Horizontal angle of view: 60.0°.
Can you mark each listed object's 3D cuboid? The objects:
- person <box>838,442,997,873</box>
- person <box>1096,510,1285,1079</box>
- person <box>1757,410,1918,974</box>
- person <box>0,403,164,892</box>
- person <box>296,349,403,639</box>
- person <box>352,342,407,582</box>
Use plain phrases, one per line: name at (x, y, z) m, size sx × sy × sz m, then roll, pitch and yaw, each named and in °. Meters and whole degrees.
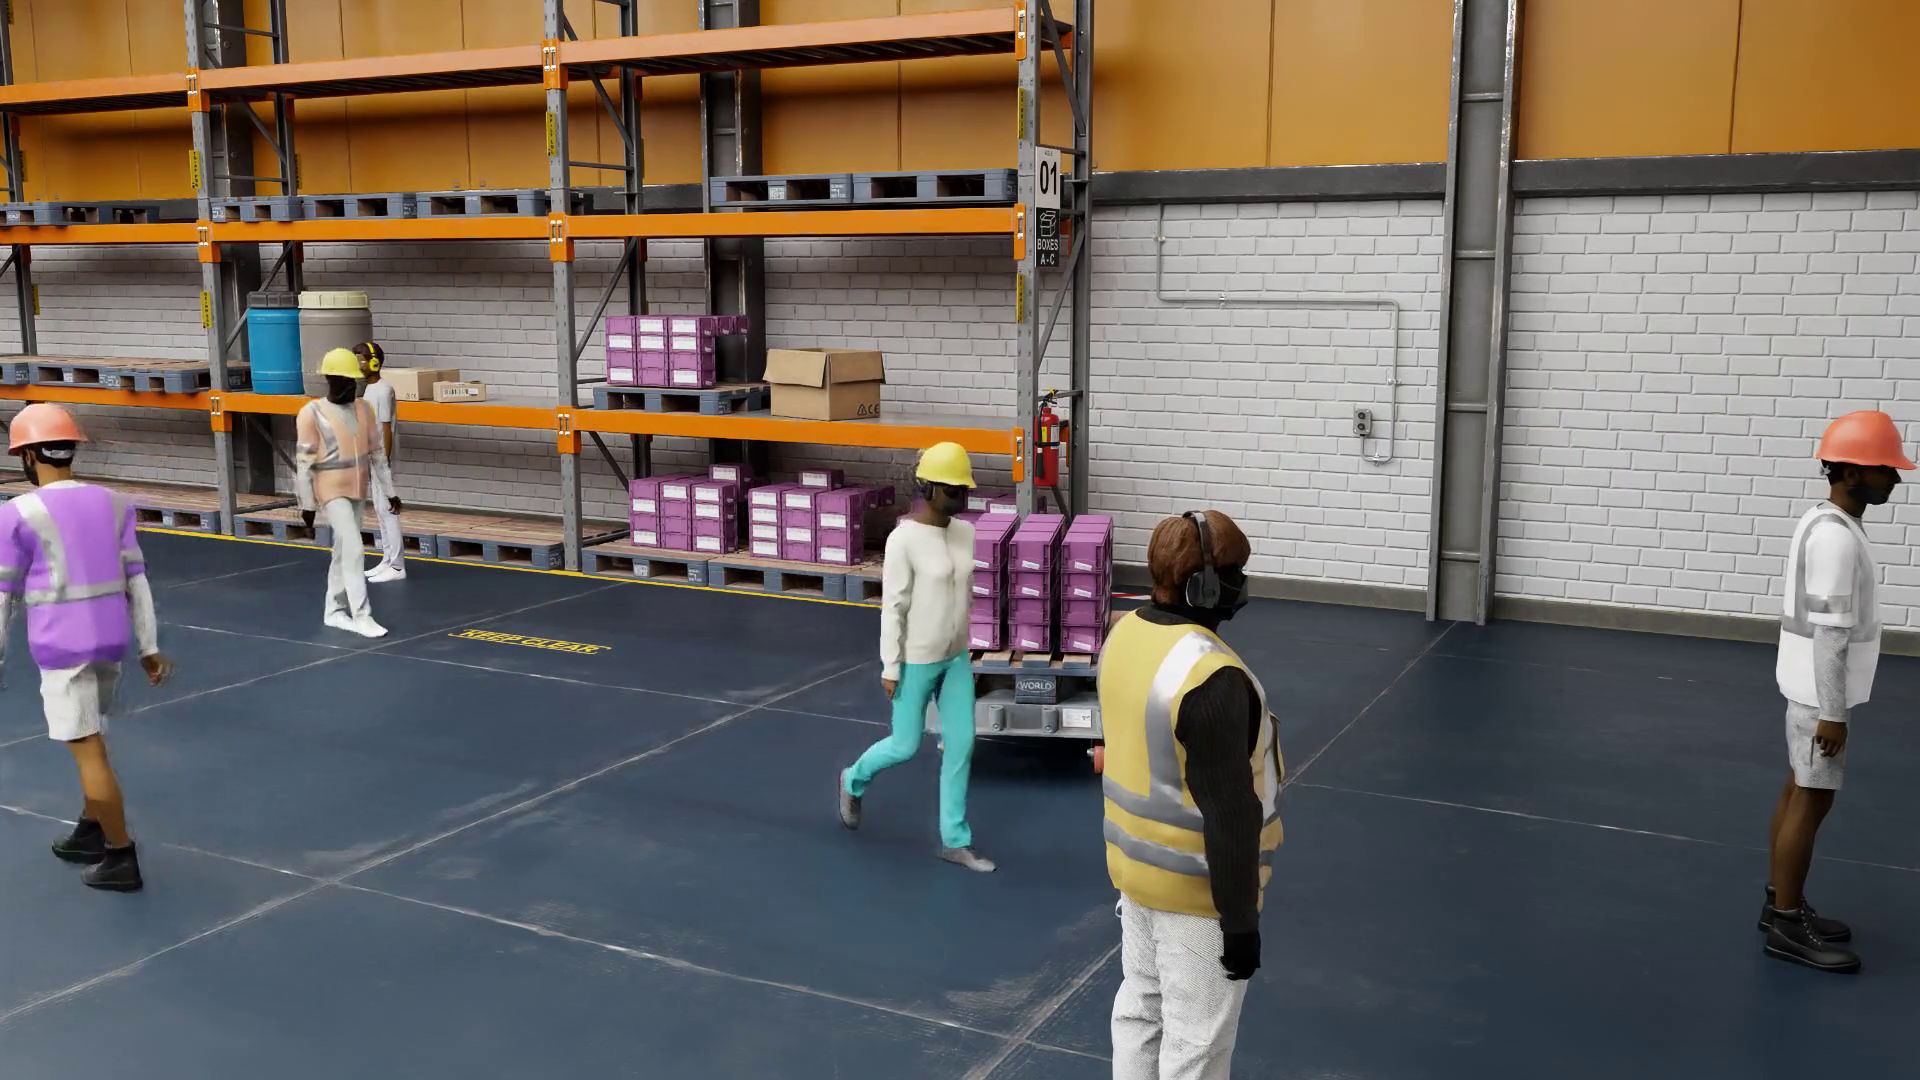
person at (-0.174, 0.453, 6.786) m, size 0.735 × 1.741 × 0.523 m, roll 8°, pitch 12°, yaw 42°
person at (0.571, 0.839, 4.090) m, size 0.429 × 1.844 × 0.627 m, roll -3°, pitch 10°, yaw -19°
person at (3.049, 0.515, 5.793) m, size 0.375 × 1.935 × 0.550 m, roll 4°, pitch 10°, yaw 24°
person at (-3.517, 0.420, 6.518) m, size 0.809 × 1.893 × 0.551 m, roll 4°, pitch 10°, yaw 22°
person at (-3.987, -0.301, 10.960) m, size 0.818 × 1.897 × 0.605 m, roll 4°, pitch 10°, yaw 22°
person at (-4.524, -0.605, 12.942) m, size 0.327 × 1.862 × 0.513 m, roll -6°, pitch 11°, yaw -32°
